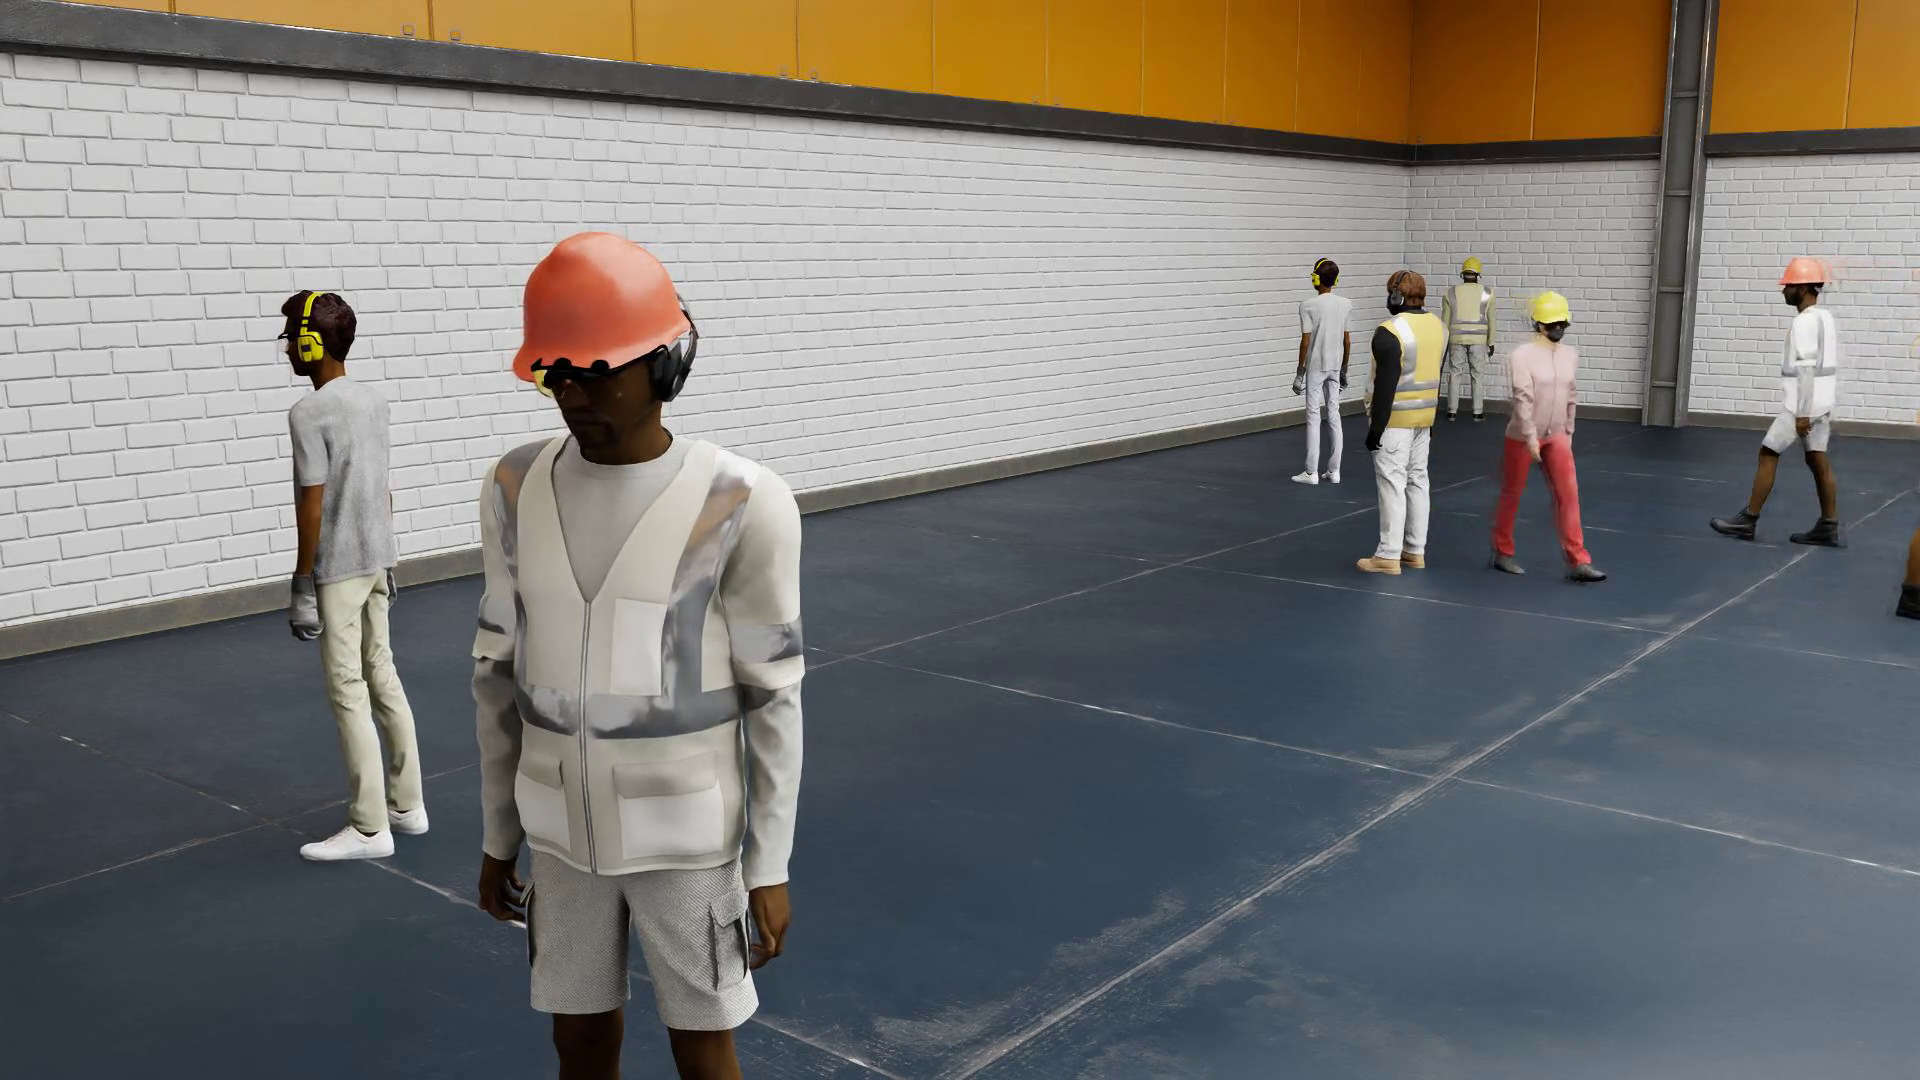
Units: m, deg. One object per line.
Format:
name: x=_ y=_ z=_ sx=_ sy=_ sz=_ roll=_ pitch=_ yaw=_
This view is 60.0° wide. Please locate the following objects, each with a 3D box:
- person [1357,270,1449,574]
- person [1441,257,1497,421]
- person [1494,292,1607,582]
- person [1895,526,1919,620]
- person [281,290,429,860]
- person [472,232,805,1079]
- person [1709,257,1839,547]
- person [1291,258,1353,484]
person: x=2.681 y=-0.715 z=10.144 sx=0.636 sy=1.842 sz=0.429 roll=-9 pitch=14 yaw=-41
person: x=5.685 y=-2.238 z=18.609 sx=0.600 sy=1.831 sz=0.404 roll=3 pitch=11 yaw=18
person: x=3.482 y=-0.593 z=9.812 sx=0.535 sy=1.712 sz=0.902 roll=-4 pitch=11 yaw=-20
person: x=5.323 y=-0.456 z=8.539 sx=0.560 sy=1.894 sz=0.907 roll=-8 pitch=13 yaw=-38
person: x=-2.014 y=0.117 z=5.485 sx=0.331 sy=1.864 sz=0.509 roll=2 pitch=10 yaw=11
person: x=-0.569 y=0.506 z=2.852 sx=0.605 sy=2.034 sz=0.390 roll=3 pitch=11 yaw=16
person: x=5.496 y=-0.917 z=11.097 sx=0.909 sy=1.897 sz=0.574 roll=9 pitch=14 yaw=42
person: x=3.004 y=-1.397 z=13.834 sx=0.514 sy=1.876 sz=0.328 roll=-4 pitch=11 yaw=-21
